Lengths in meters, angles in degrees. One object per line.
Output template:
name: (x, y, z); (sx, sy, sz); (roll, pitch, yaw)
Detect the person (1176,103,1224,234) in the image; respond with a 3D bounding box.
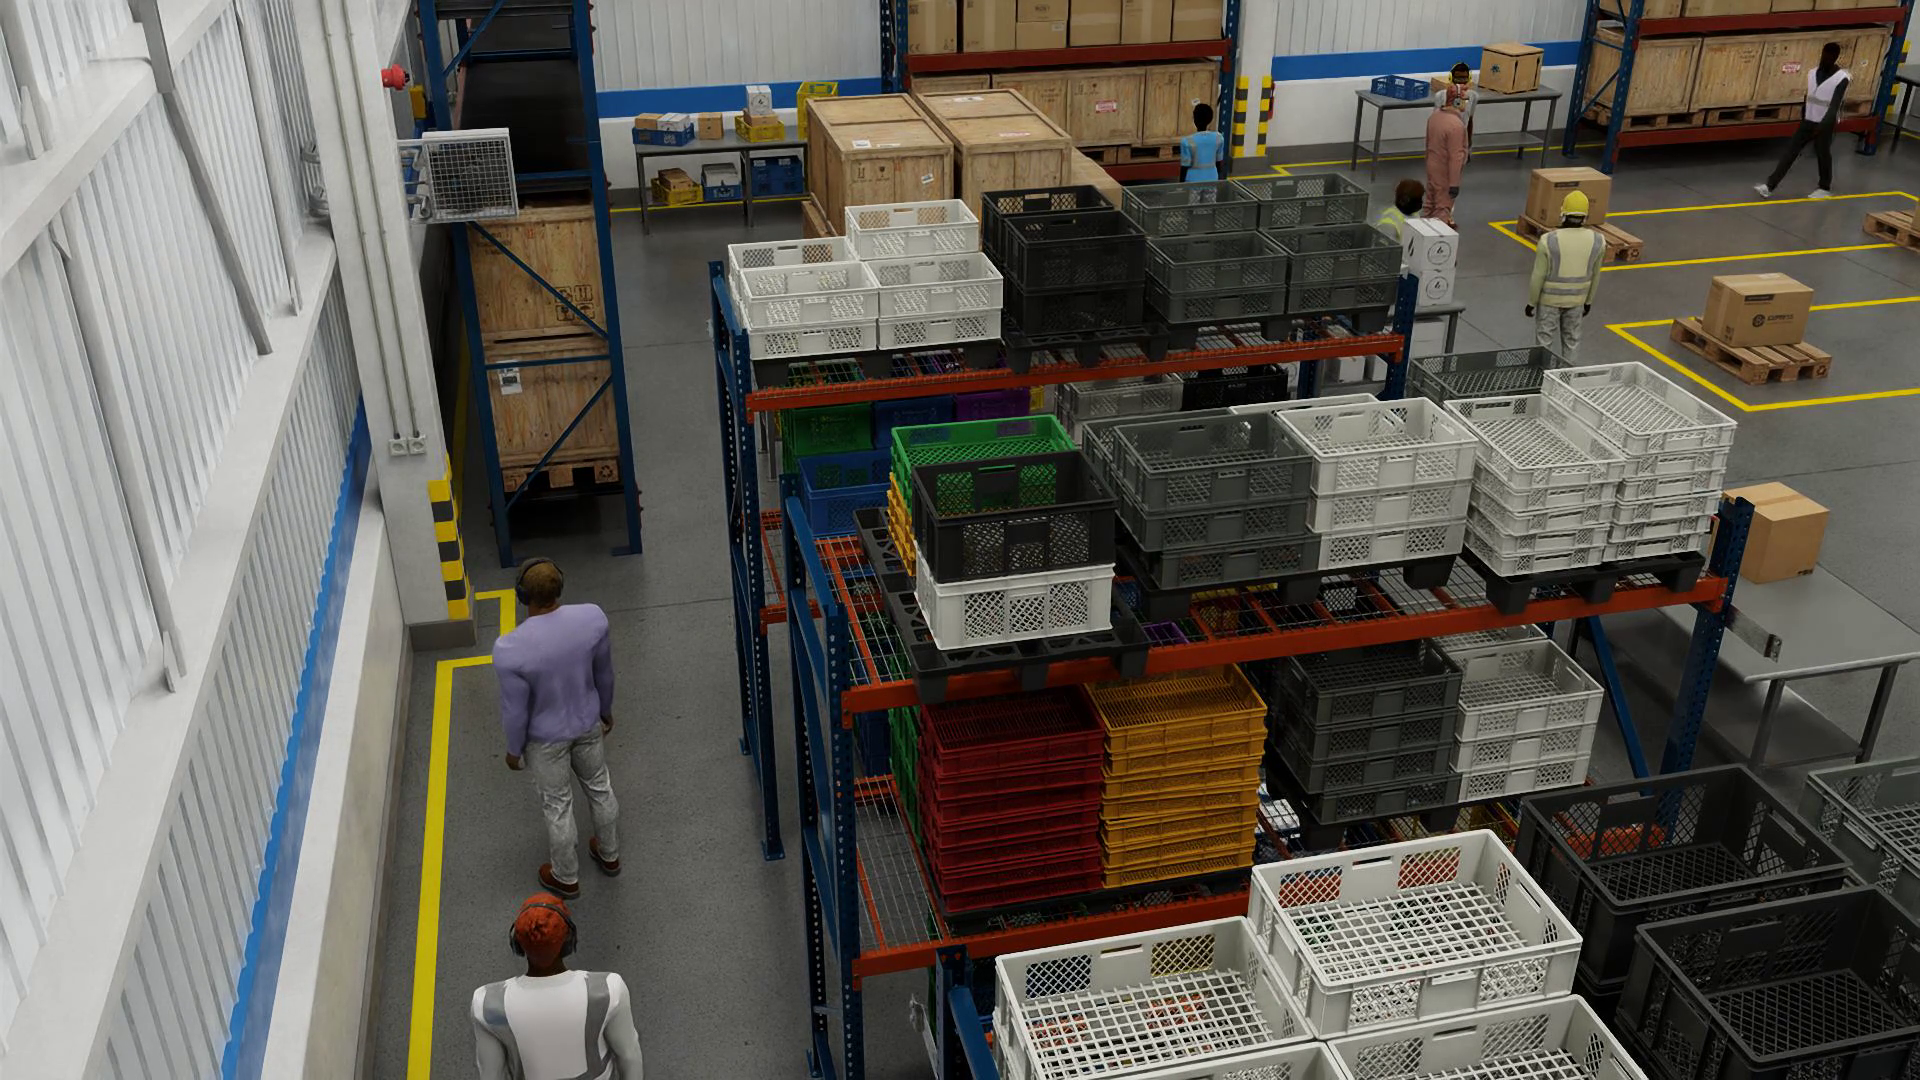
person: (2.536, -3.776, 17.659); (0.531, 1.698, 0.320); (-12, 30, -22)

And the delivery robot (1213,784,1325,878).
delivery robot: (1.599, 1.510, 8.754); (0.707, 0.478, 0.477); (16, 32, 28)

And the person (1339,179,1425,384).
person: (3.800, -2.340, 14.819); (0.775, 1.823, 0.637); (18, 33, 30)

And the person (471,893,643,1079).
person: (-1.478, 2.126, 6.269); (0.585, 1.879, 0.337); (-5, 28, -9)

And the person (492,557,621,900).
person: (-2.027, 0.951, 8.437); (0.627, 1.941, 0.371); (-23, 35, -36)

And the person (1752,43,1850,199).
person: (10.104, -4.935, 19.701); (1.031, 1.857, 0.598); (-11, 30, -21)

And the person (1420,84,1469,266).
person: (5.146, -3.866, 17.610); (0.406, 1.906, 0.654); (-5, 28, -9)

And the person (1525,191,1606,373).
person: (5.174, -2.096, 14.330); (0.591, 1.834, 0.404); (-1, 28, -1)

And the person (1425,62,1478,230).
person: (5.523, -4.427, 18.714); (0.531, 1.870, 0.316); (-2, 28, -4)
